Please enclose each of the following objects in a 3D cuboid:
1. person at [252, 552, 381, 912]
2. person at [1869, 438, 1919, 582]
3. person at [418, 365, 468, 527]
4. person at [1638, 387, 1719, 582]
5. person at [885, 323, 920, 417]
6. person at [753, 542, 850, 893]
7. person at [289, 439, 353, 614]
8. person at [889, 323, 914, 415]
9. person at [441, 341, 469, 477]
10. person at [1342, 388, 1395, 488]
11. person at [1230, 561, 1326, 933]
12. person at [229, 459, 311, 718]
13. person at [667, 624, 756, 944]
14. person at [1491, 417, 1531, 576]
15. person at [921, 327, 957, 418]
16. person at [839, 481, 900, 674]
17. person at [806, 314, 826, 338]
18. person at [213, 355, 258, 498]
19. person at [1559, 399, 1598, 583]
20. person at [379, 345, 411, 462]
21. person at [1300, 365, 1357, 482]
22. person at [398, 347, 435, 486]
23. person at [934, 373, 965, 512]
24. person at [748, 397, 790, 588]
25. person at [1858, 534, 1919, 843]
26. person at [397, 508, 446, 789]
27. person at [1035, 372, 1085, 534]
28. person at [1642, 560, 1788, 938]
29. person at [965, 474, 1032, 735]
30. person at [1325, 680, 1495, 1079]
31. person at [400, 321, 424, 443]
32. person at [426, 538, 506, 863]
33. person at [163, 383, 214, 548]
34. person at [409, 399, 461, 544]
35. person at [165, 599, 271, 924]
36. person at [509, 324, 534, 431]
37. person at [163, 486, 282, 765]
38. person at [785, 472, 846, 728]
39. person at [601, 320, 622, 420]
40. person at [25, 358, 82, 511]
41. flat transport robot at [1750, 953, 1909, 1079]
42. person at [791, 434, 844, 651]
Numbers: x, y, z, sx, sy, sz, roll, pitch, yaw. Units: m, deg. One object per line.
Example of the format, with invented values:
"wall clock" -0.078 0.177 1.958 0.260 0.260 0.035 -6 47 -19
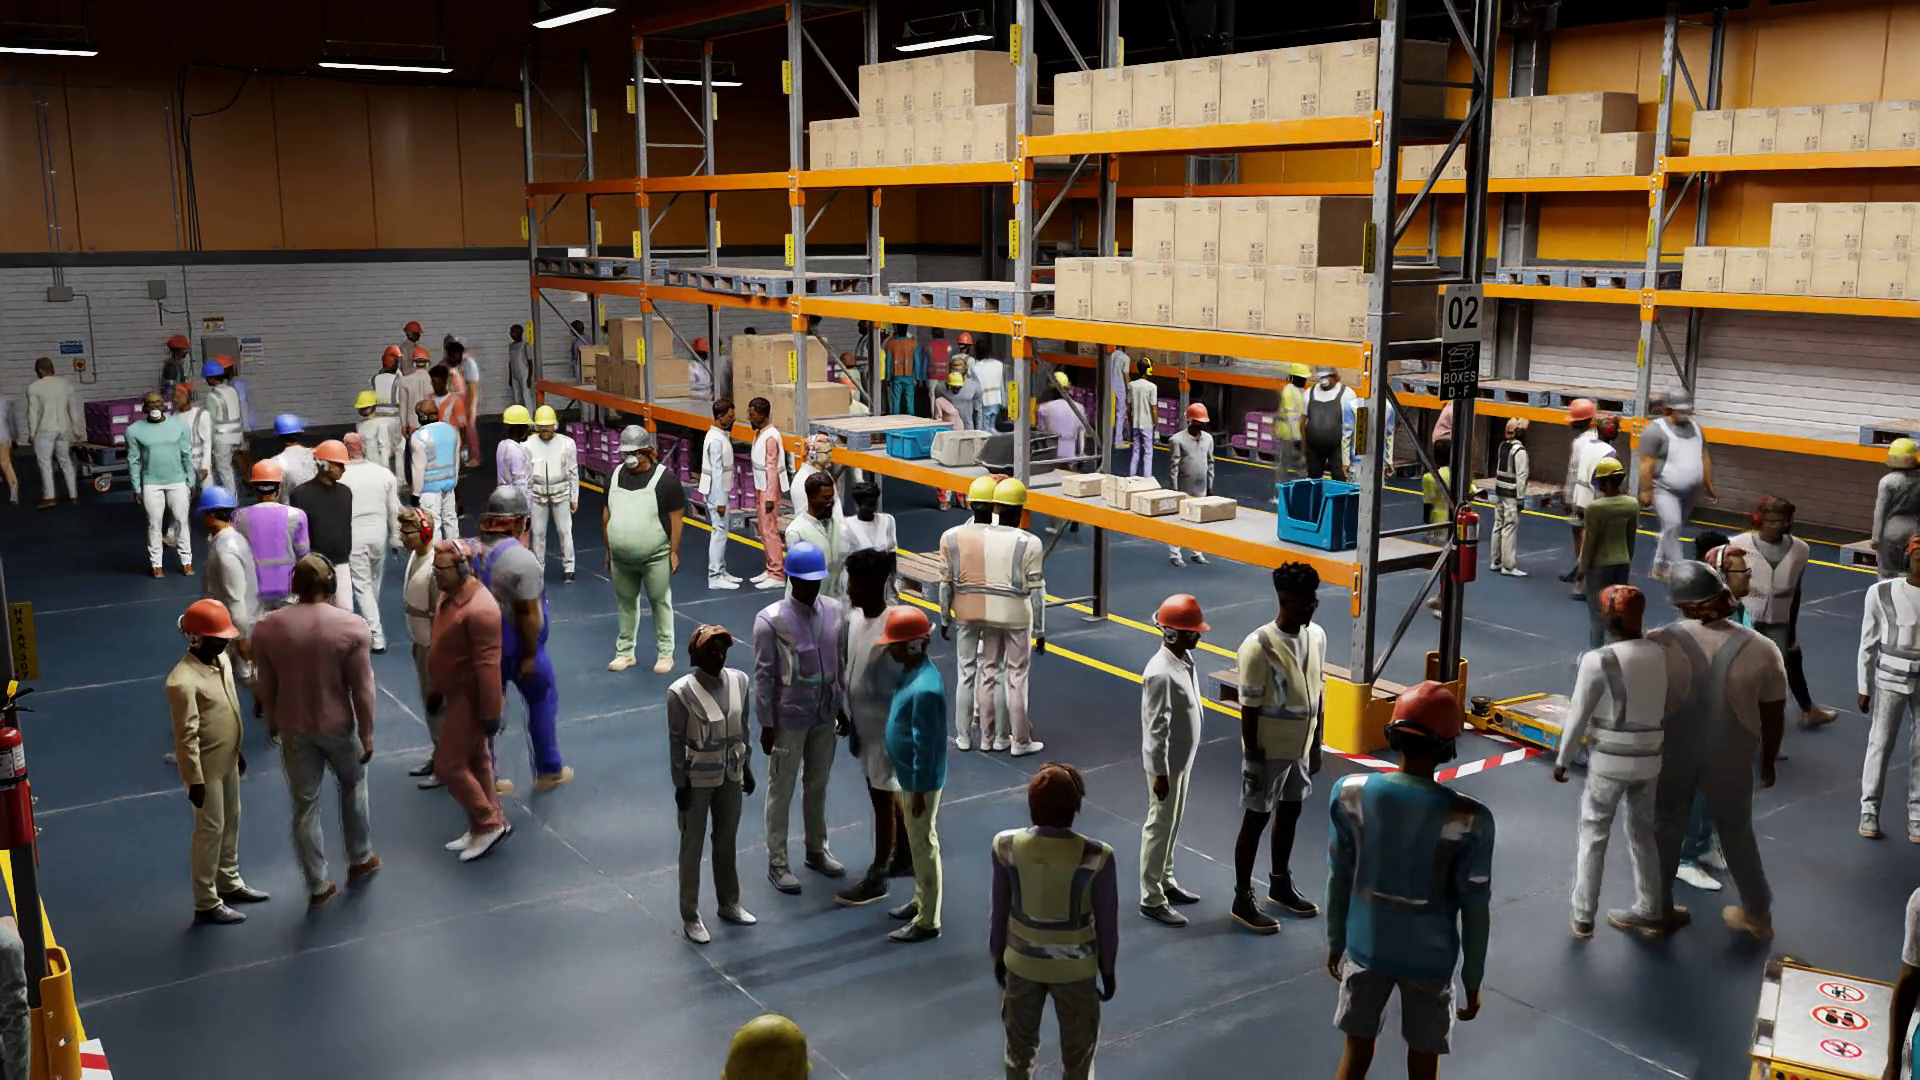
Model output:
"person" -3.464 0.998 9.057 0.647 1.908 0.804 -1 11 -6
"person" 8.413 -0.047 14.891 0.497 1.727 0.453 -3 11 -14
"person" -6.249 -1.133 19.966 0.611 1.926 0.871 6 13 28
"person" 7.184 -0.544 16.638 0.726 2.000 0.651 -4 12 -21
"person" -0.982 -2.803 28.509 0.593 1.920 0.392 1 11 5
"person" -0.856 0.958 9.186 0.615 1.945 0.405 -10 15 -42
"person" -5.146 0.152 13.339 0.990 1.948 0.632 8 14 35
"person" -1.089 -3.196 30.751 0.565 1.837 0.405 6 12 27
"person" -7.309 -1.864 23.659 0.628 1.946 0.633 3 11 13
"person" 4.539 -0.900 18.458 0.614 2.039 0.387 -2 11 -10
"person" 1.679 1.059 8.658 0.603 1.957 0.387 -9 14 -39
"person" -5.087 0.360 12.323 0.548 1.924 0.387 -5 12 -24
"person" -1.280 1.232 8.574 0.307 1.641 0.511 10 15 42
"person" 5.694 -0.452 17.194 0.315 1.641 0.514 -1 11 -6
"person" -0.351 -2.837 28.977 0.644 1.818 0.721 -1 11 -6
"person" -0.711 0.345 13.022 0.701 1.677 0.480 -6 13 -30
"person" -2.776 -3.287 30.996 0.713 1.926 0.369 11 15 43
"person" -9.468 -1.480 21.798 0.532 1.892 0.578 -6 13 -28
"person" 6.251 -0.470 16.637 0.427 1.911 0.605 10 15 41
"person" -8.520 -2.057 25.110 0.563 1.753 0.327 10 15 41
"person" 4.375 -1.186 19.923 0.693 2.000 0.536 6 12 27
"person" -7.035 -1.534 21.853 0.620 1.986 0.409 -3 12 -17
"person" -0.081 -1.244 20.925 0.524 1.769 0.309 -5 12 -23
"person" -1.925 -0.481 16.675 0.404 1.906 0.598 -4 12 -18
"person" 5.623 0.868 9.852 0.567 1.879 0.352 3 12 17
"person" -3.424 0.688 10.858 0.401 1.835 0.563 -7 13 -31
"person" 1.153 -0.991 19.273 0.584 1.912 0.470 -4 12 -18
"person" 3.824 1.046 8.500 0.793 2.000 0.606 4 12 20
"person" 0.272 0.459 11.910 0.355 1.883 0.574 -9 14 -38
"person" 1.650 1.513 6.157 0.605 2.031 0.420 6 13 30
"person" -8.931 -2.580 27.209 0.414 1.985 0.616 1 11 4
"person" -2.872 0.914 9.576 0.437 1.892 0.650 -6 13 -28
"person" -8.647 -0.838 18.672 0.598 1.831 0.981 2 11 12
"person" -5.407 -0.528 17.083 0.429 1.839 0.621 5 12 26
"person" -3.903 1.154 8.728 0.355 1.737 0.576 0 11 -2
"person" -7.576 -2.794 28.655 0.517 1.843 0.326 7 13 31
"person" -4.991 0.558 11.412 0.929 1.879 0.582 -4 12 -19
"person" -1.046 0.455 11.880 0.393 1.911 0.584 5 12 25
"person" -6.337 -3.071 30.115 0.632 1.828 0.444 8 14 36
"person" -11.520 -1.344 21.106 0.560 1.906 0.835 4 12 22
"flat transport robot" 3.801 2.190 7.187 0.652 0.197 1.431 6 13 28
"person" -1.166 0.064 13.867 0.407 1.906 0.655 2 11 10
